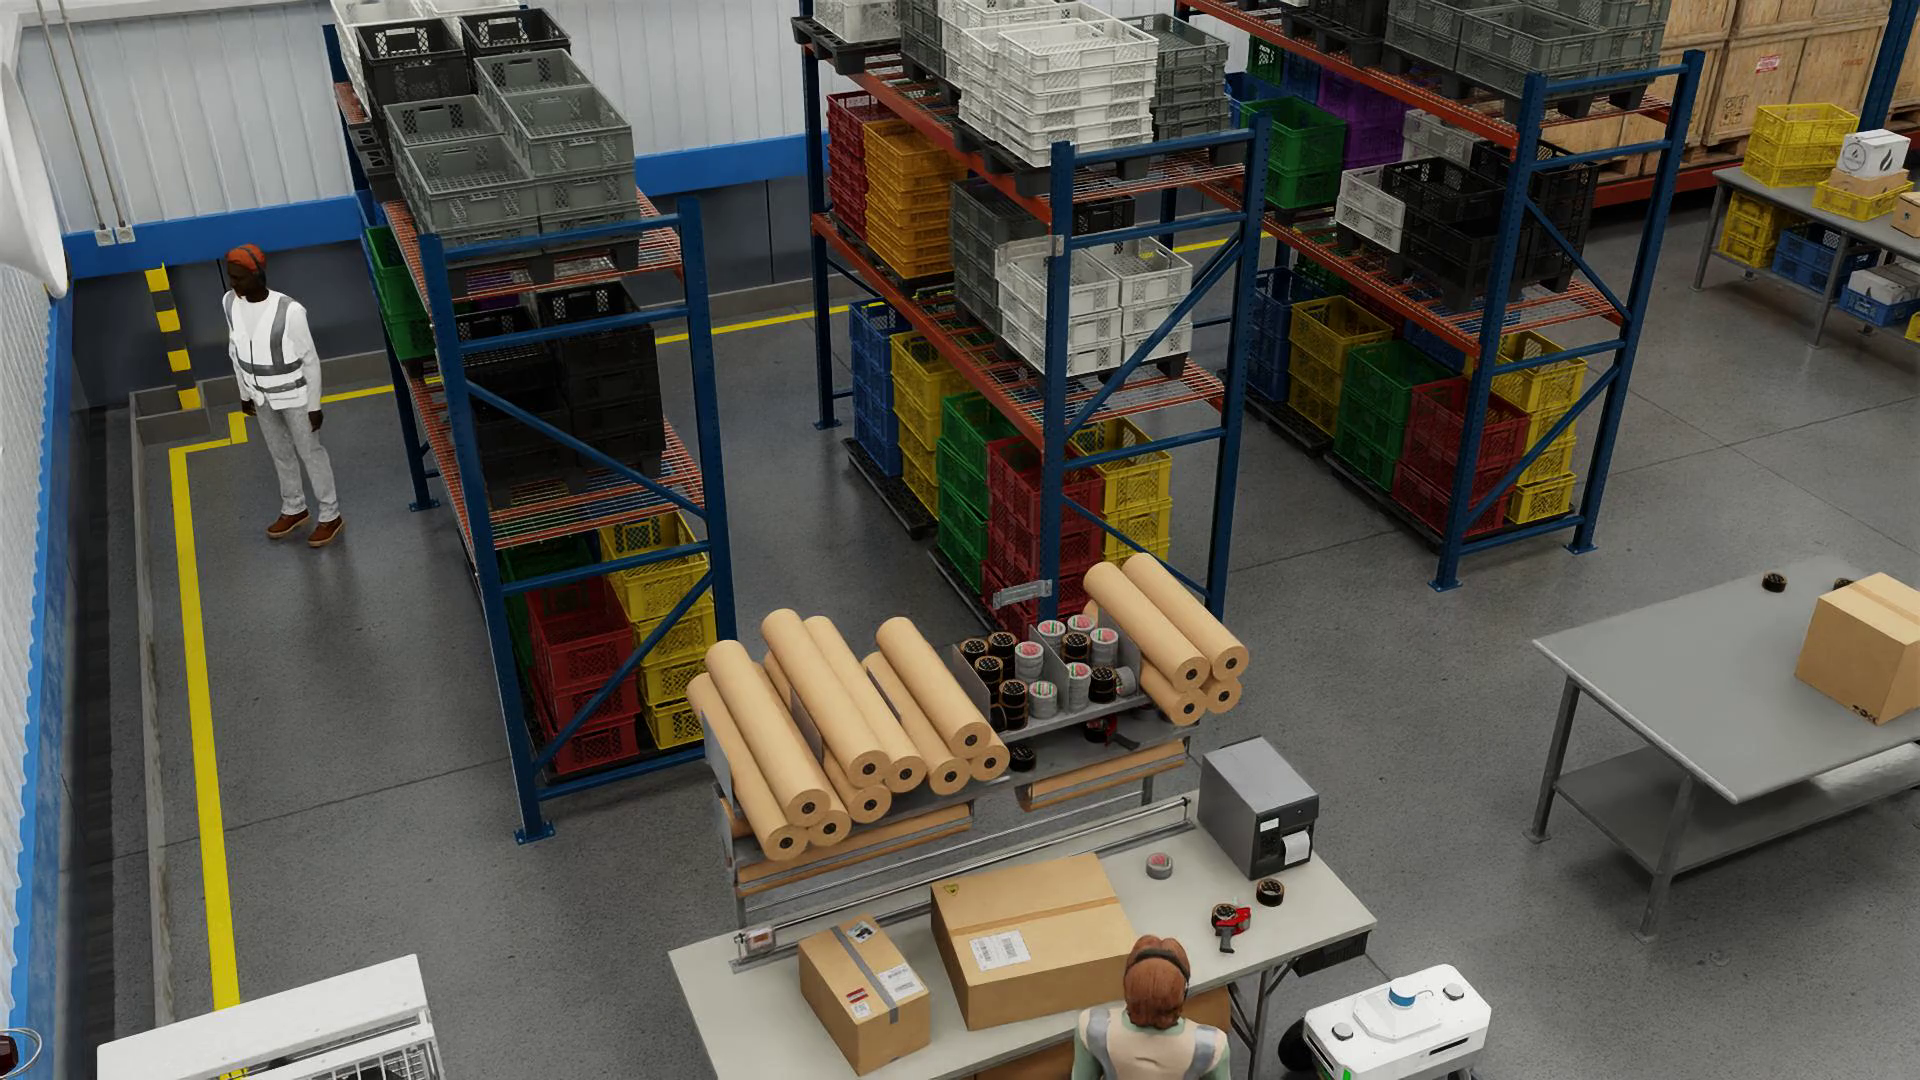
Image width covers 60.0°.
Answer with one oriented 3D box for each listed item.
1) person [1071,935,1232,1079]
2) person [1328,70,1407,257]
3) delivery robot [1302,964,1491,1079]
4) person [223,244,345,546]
[{"bbox_3d":[0.614,1.958,5.469,0.512,1.638,0.307,5,32,8],"label":"person"},{"bbox_3d":[3.316,-3.295,13.728,0.625,1.933,0.374,19,36,28],"label":"person"},{"bbox_3d":[1.699,1.912,6.484,0.707,0.478,0.477,-13,34,-19],"label":"delivery robot"},{"bbox_3d":[-4.005,-0.844,9.787,0.585,1.882,0.343,11,33,18],"label":"person"}]
